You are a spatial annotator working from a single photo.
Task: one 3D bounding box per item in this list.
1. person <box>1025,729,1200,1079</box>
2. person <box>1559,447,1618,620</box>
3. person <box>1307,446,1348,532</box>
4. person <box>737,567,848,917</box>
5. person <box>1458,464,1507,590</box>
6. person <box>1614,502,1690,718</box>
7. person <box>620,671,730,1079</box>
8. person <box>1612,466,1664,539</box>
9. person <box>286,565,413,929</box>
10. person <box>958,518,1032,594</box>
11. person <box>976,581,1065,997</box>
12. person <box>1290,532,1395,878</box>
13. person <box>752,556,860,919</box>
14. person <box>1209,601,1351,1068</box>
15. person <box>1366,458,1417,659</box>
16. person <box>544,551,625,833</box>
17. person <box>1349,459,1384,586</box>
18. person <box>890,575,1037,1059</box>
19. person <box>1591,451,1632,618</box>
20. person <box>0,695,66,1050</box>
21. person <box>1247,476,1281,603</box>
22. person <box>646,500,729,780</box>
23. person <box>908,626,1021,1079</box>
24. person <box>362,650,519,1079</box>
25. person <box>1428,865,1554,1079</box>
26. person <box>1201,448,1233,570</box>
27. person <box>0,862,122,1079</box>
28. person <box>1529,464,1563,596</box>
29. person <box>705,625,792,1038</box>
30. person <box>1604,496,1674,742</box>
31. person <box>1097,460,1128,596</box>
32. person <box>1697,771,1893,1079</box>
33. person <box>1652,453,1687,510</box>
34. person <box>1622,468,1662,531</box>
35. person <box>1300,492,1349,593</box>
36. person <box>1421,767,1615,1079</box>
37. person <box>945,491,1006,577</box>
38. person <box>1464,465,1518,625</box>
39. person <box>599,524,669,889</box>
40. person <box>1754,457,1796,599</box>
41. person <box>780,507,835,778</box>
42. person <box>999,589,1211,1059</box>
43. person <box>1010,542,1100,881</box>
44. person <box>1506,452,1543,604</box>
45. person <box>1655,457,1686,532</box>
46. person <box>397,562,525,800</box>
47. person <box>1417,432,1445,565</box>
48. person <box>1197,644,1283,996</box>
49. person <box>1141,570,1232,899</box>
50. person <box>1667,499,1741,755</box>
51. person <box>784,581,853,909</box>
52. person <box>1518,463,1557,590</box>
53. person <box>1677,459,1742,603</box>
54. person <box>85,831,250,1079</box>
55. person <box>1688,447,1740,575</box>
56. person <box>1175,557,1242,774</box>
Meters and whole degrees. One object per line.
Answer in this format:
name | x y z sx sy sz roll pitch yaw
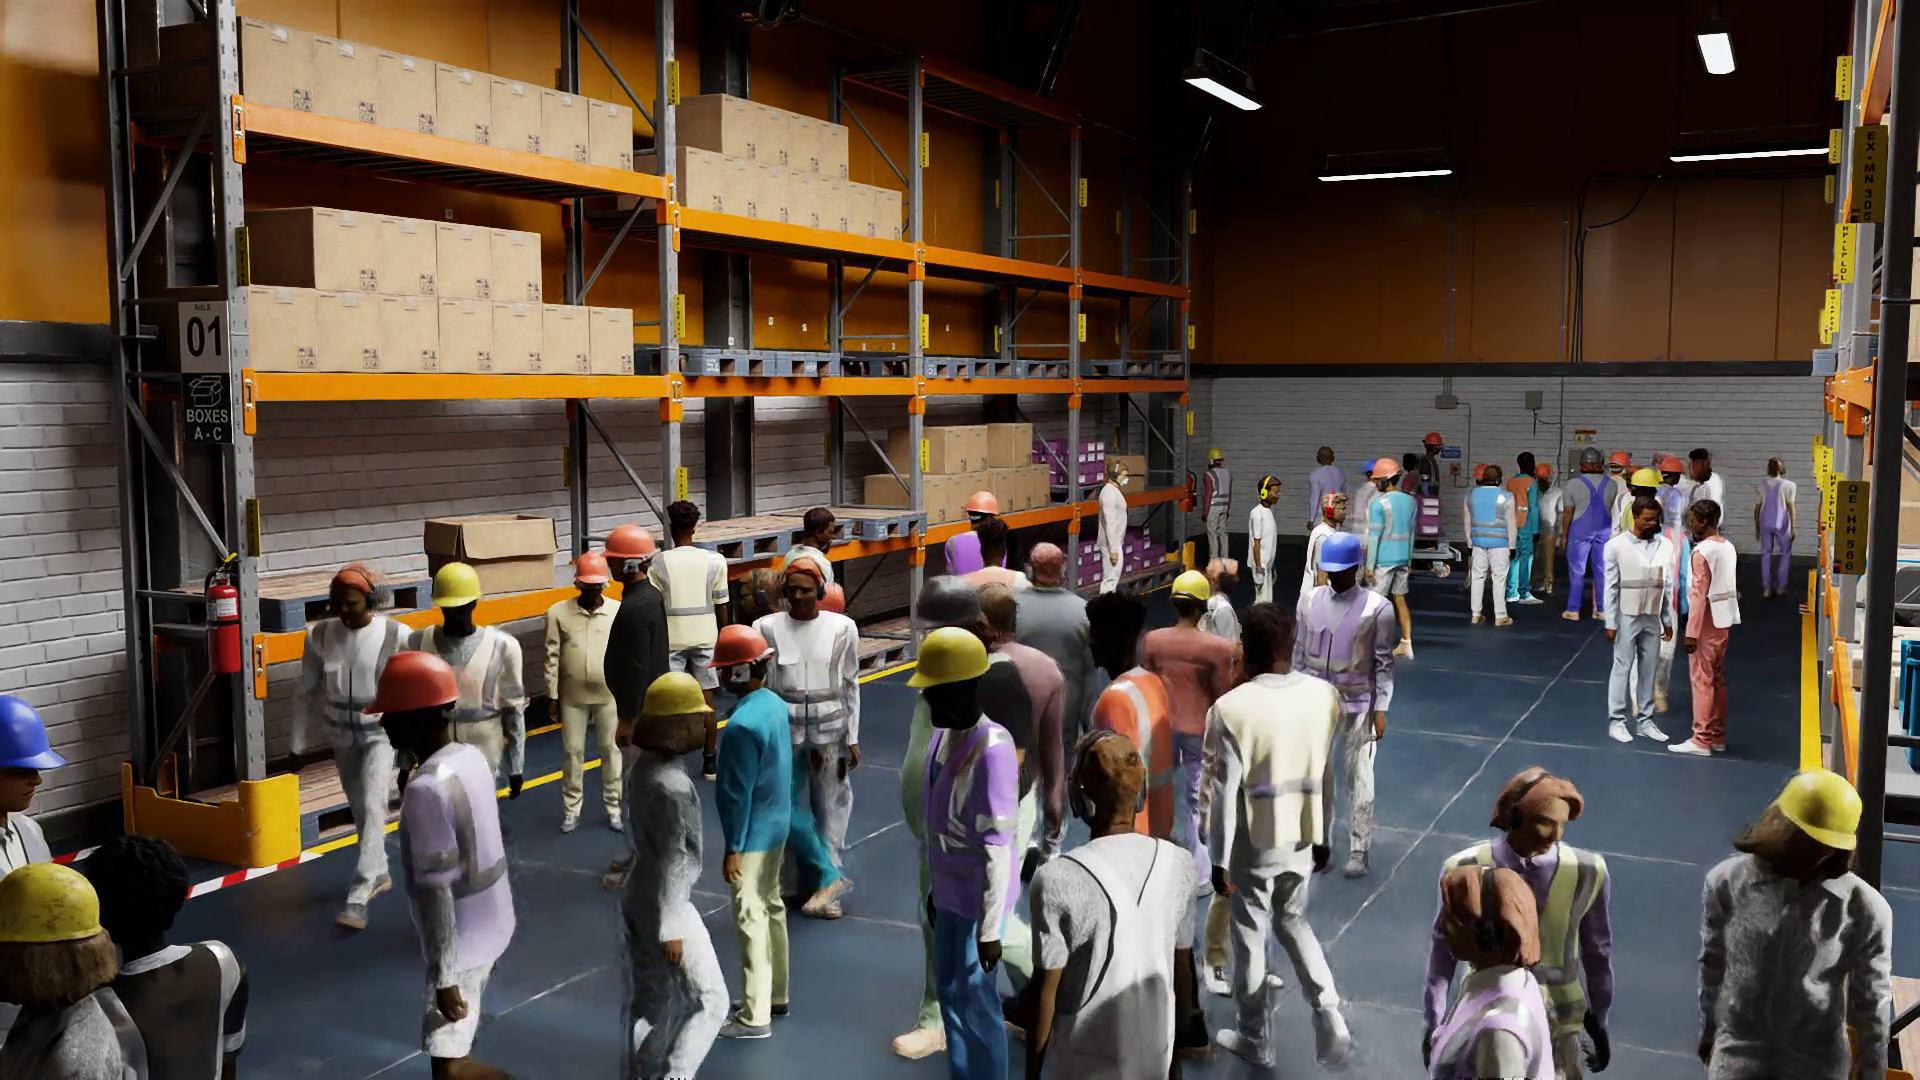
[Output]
person | 0.403 1.423 4.468 0.501 1.839 0.352 -3 6 -26
person | 7.354 -0.079 19.522 0.689 2.000 0.538 0 5 -3
person | 4.948 -0.301 22.479 0.628 1.936 0.375 -3 6 -30
person | -0.917 1.044 8.690 0.434 1.806 0.575 -3 6 -33
person | 7.113 -0.174 22.300 0.840 1.718 0.572 -2 6 -23
person | 5.669 0.564 13.716 0.653 1.828 0.449 2 6 22
person | -1.049 1.334 5.983 0.389 1.724 0.504 -3 6 -28
person | 7.401 0.130 18.190 0.364 1.878 0.580 -4 6 -34
person | -3.108 1.040 8.553 0.686 1.827 0.977 0 5 5
person | 0.234 0.816 10.678 0.612 1.910 1.047 2 6 16
person | 0.190 1.133 7.259 0.633 1.904 0.953 -3 6 -28
person | 2.137 0.914 9.378 0.601 1.940 0.396 4 6 35
person | -0.803 1.017 8.570 0.583 1.882 0.337 -1 5 -9
person | 1.260 1.191 6.609 0.605 1.901 0.586 -2 6 -25
person | 4.277 0.200 16.613 0.626 2.028 0.404 -3 6 -32
person | -2.268 0.934 10.225 0.569 1.742 0.357 -1 5 -11
person | 4.669 0.029 19.090 0.717 1.896 0.627 -2 6 -21
person | 0.116 1.104 6.797 0.757 2.000 0.698 -3 6 -29
person | 7.685 -0.046 19.493 0.410 1.984 0.617 -5 7 -43
person | -2.579 1.375 4.437 0.416 1.939 0.605 0 5 -2
person | 3.048 0.289 16.586 0.344 1.856 0.525 2 6 23
person | -1.901 0.701 11.530 0.611 1.966 0.362 -2 6 -21
person | 0.008 1.251 5.877 0.406 1.916 0.592 -2 6 -19
person | -1.547 1.301 5.432 0.733 1.913 0.546 0 5 2
person | 1.190 1.569 3.979 0.443 1.625 0.549 2 6 20
person | 3.784 -0.453 24.661 0.598 1.830 0.403 -5 7 -42
person | -1.944 1.549 3.578 0.289 1.746 0.487 -4 7 -39
person | 7.569 -0.119 21.642 0.577 1.734 0.486 2 6 18
person | -0.905 1.227 7.091 0.355 1.739 0.573 1 5 10
person | 5.243 0.607 12.872 0.590 1.910 0.407 -1 6 -15
person | 1.691 0.087 18.306 0.373 1.936 0.629 0 5 5
person | 2.350 1.461 4.713 0.501 1.702 0.517 3 6 32
person | 9.025 -0.167 21.302 0.664 1.893 0.458 -1 5 -13
person | 6.795 0.247 16.633 0.369 1.926 0.588 2 6 21
person | 3.157 0.498 14.434 0.387 1.837 0.560 2 6 19
person | 1.657 1.484 4.943 0.566 1.612 0.605 1 5 12
person | 0.147 0.580 13.067 0.548 1.925 0.384 3 6 32
person | 6.107 0.058 19.104 0.625 1.846 0.429 5 7 42
person | -1.785 0.906 9.166 0.376 1.997 0.612 0 5 -3
person | 10.544 -0.155 21.461 0.530 1.824 0.614 5 7 44
person | -1.053 0.720 11.663 0.414 1.906 0.600 -3 6 -31
person | 0.589 1.157 6.848 0.971 1.916 0.613 3 6 26
person | 0.464 0.949 9.337 0.651 1.882 0.755 0 5 -5
person | 7.098 -0.155 20.979 0.391 1.922 0.590 -2 6 -17
person | 8.217 -0.001 19.364 0.424 1.924 0.558 -1 5 -7
person | -2.417 1.050 8.052 0.617 1.909 0.414 -1 5 -7
person | 7.204 -0.629 25.471 0.404 2.037 0.606 3 6 26
person | 1.325 1.243 7.541 0.573 1.617 0.319 -3 6 -32
person | 1.224 1.040 8.997 0.520 1.756 0.343 3 6 26
person | 5.591 0.650 12.418 0.410 1.908 0.598 5 7 43
person | -0.781 1.071 8.839 0.586 1.712 0.583 3 6 27
person | 7.749 -0.175 22.227 0.387 1.723 0.511 -3 6 -26
person | 9.215 -0.087 20.732 0.989 1.832 0.578 0 5 3
person | -1.925 1.536 3.975 0.318 1.699 0.534 2 6 20
person | 9.997 -0.263 22.105 0.653 1.933 0.776 -5 7 -41
person | 1.636 0.917 11.024 0.662 1.619 0.515 0 5 0
